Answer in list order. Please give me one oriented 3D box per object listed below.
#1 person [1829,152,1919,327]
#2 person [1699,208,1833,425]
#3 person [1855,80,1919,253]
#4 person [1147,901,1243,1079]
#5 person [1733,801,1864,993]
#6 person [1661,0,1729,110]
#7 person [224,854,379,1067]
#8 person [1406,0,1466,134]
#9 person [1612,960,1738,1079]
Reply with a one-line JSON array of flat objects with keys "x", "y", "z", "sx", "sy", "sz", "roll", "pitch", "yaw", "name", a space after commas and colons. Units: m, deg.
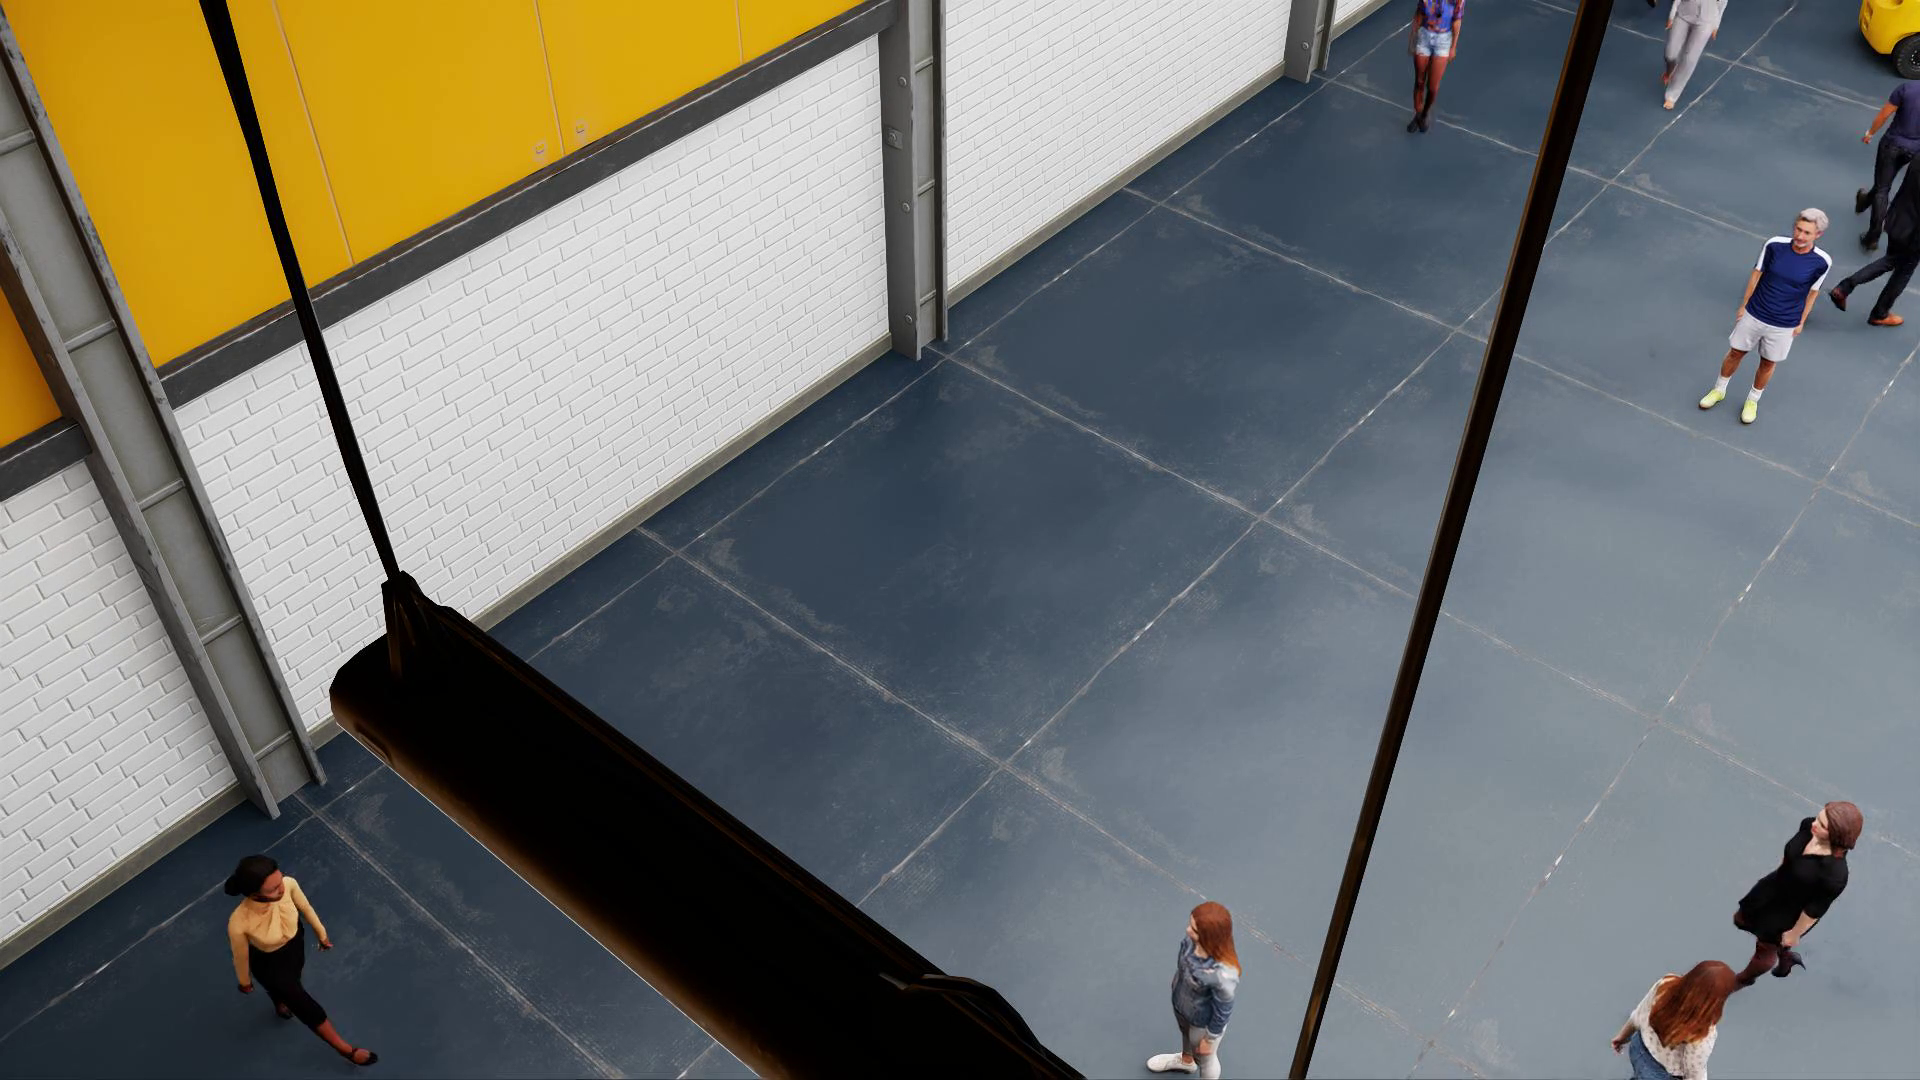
[{"x": 7.494, "y": -2.456, "z": 13.259, "sx": 1.042, "sy": 1.785, "sz": 0.984, "roll": -3, "pitch": 44, "yaw": -3, "name": "person"}, {"x": 6.076, "y": -1.695, "z": 12.433, "sx": 0.645, "sy": 1.823, "sz": 0.566, "roll": 26, "pitch": 49, "yaw": 25, "name": "person"}, {"x": 8.008, "y": -3.287, "z": 14.163, "sx": 1.038, "sy": 1.742, "sz": 1.229, "roll": 6, "pitch": 44, "yaw": 6, "name": "person"}, {"x": 1.213, "y": 2.324, "z": 8.303, "sx": 0.707, "sy": 1.701, "sz": 0.693, "roll": -11, "pitch": 45, "yaw": -11, "name": "person"}, {"x": 4.433, "y": 1.918, "z": 8.734, "sx": 0.848, "sy": 1.694, "sz": 0.793, "roll": 0, "pitch": 44, "yaw": 0, "name": "person"}, {"x": 7.112, "y": -5.061, "z": 16.039, "sx": 0.742, "sy": 1.723, "sz": 0.889, "roll": 19, "pitch": 47, "yaw": 19, "name": "person"}, {"x": -3.567, "y": 2.126, "z": 8.580, "sx": 0.828, "sy": 1.606, "sz": 1.032, "roll": 23, "pitch": 48, "yaw": 22, "name": "person"}, {"x": 4.463, "y": -4.660, "z": 15.616, "sx": 0.642, "sy": 1.725, "sz": 0.645, "roll": 21, "pitch": 47, "yaw": 20, "name": "person"}, {"x": 3.273, "y": 2.570, "z": 8.063, "sx": 1.159, "sy": 1.676, "sz": 1.141, "roll": -1, "pitch": 44, "yaw": -1, "name": "person"}]
